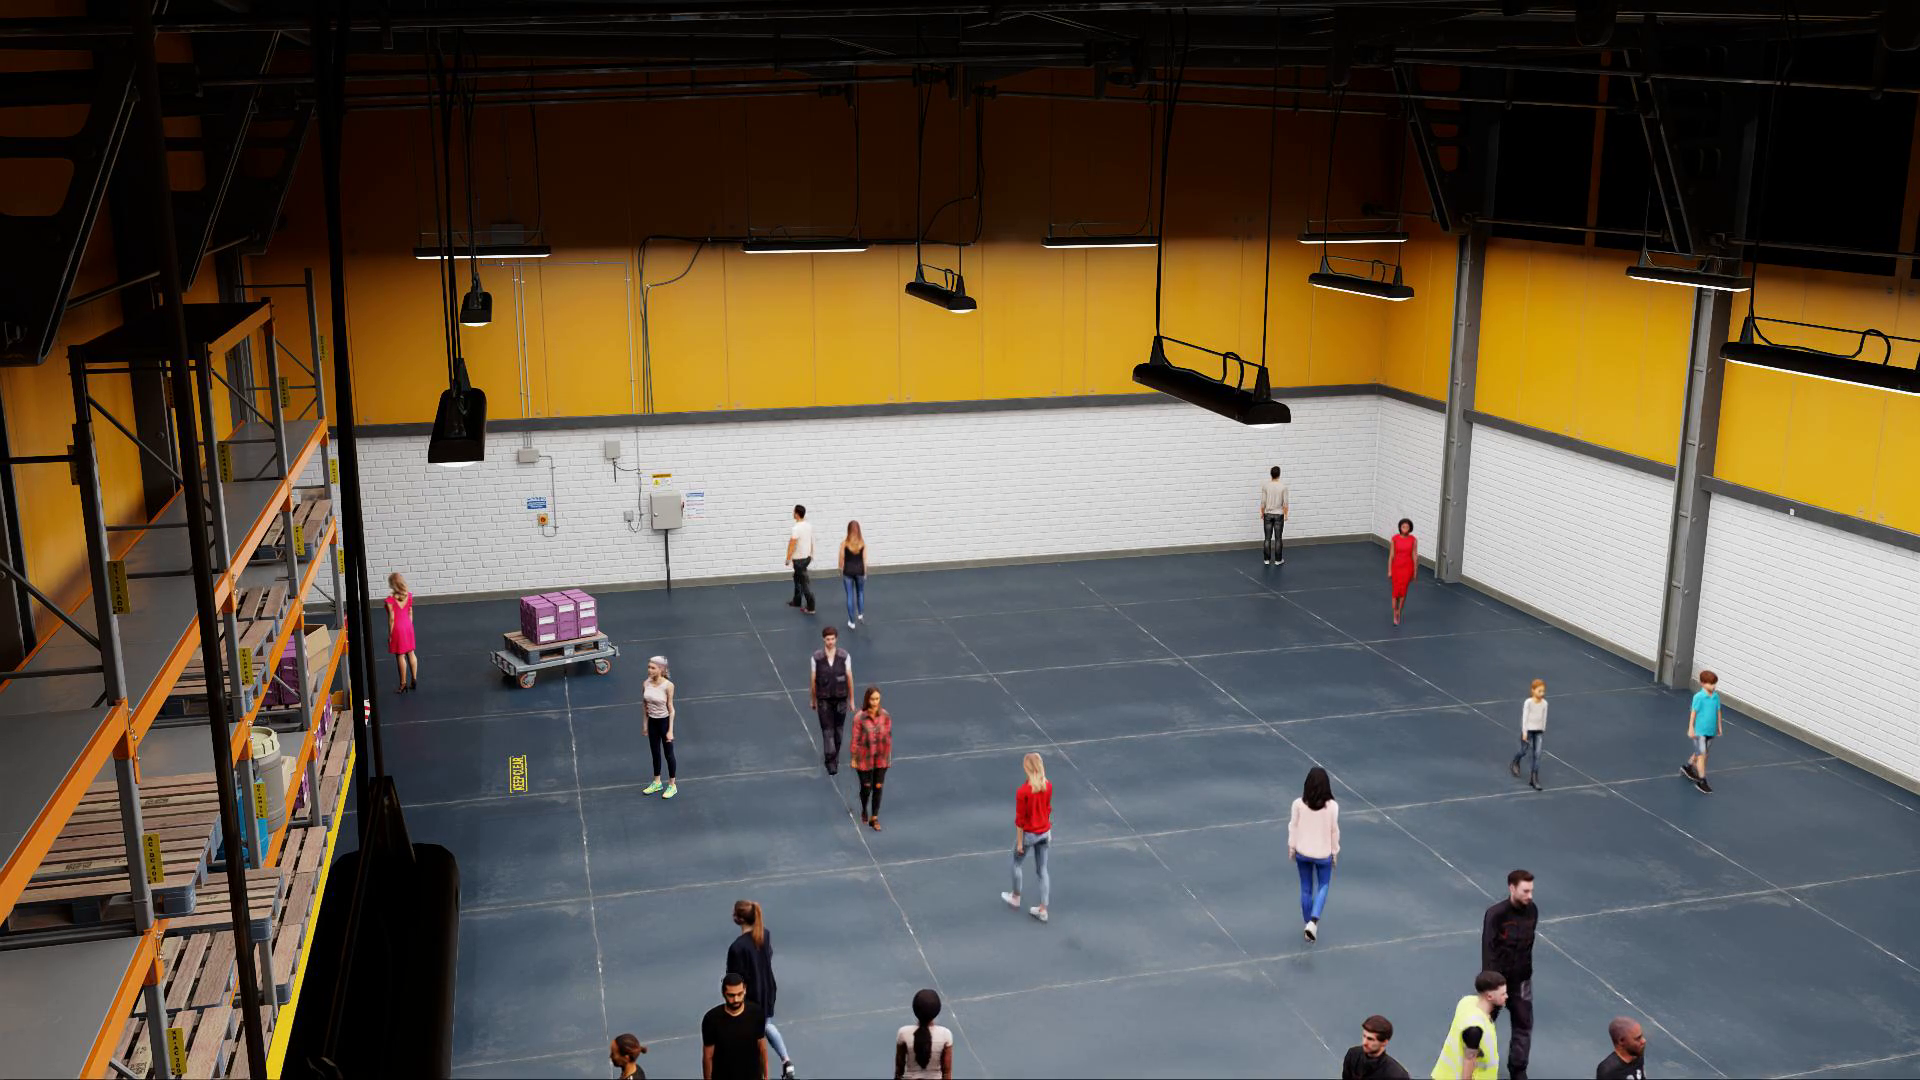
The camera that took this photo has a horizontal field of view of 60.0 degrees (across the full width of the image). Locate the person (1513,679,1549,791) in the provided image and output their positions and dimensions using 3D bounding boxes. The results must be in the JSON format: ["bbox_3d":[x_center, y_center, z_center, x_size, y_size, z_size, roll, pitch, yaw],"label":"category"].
[{"bbox_3d":[6.859,2.303,20.013,0.568,1.298,0.910,-1,14,-5],"label":"person"}]

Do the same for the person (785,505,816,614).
[{"bbox_3d":[-2.502,0.324,27.161,0.970,1.781,0.934,5,15,21],"label":"person"}]

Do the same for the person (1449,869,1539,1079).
[{"bbox_3d":[4.405,3.552,13.607,0.703,1.885,1.109,-4,14,-18],"label":"person"}]

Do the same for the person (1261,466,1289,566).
[{"bbox_3d":[5.720,-0.454,30.307,0.730,1.811,0.750,5,14,20],"label":"person"}]

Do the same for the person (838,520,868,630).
[{"bbox_3d":[-1.677,0.570,26.339,0.586,1.689,0.923,-4,14,-15],"label":"person"}]

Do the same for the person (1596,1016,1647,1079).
[{"bbox_3d":[4.507,4.114,11.458,0.752,1.804,0.762,-13,18,-42],"label":"person"}]

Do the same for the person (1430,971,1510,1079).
[{"bbox_3d":[3.609,3.971,12.082,1.053,1.789,1.239,2,14,7],"label":"person"}]

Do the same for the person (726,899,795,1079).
[{"bbox_3d":[-1.619,3.704,13.444,1.007,1.666,0.892,13,19,42],"label":"person"}]

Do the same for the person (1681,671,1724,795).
[{"bbox_3d":[8.896,2.241,19.978,0.563,1.435,0.863,-4,14,-18],"label":"person"}]

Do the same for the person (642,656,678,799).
[{"bbox_3d":[-3.534,2.184,19.644,0.673,1.702,0.726,7,15,27],"label":"person"}]

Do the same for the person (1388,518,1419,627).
[{"bbox_3d":[7.074,0.492,26.602,0.858,1.718,1.036,3,14,11],"label":"person"}]

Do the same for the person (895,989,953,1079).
[{"bbox_3d":[-0.270,4.054,11.899,0.677,1.714,1.043,-1,14,-5],"label":"person"}]

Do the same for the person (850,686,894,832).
[{"bbox_3d":[-1.011,2.432,18.646,0.658,1.690,0.657,-5,15,-21],"label":"person"}]

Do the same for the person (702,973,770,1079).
[{"bbox_3d":[-1.645,3.963,12.181,0.676,1.757,0.622,-6,15,-23],"label":"person"}]

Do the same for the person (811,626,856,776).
[{"bbox_3d":[-1.571,1.941,20.432,0.740,1.803,1.163,-3,14,-11],"label":"person"}]

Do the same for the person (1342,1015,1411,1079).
[{"bbox_3d":[2.850,4.103,11.430,0.836,1.839,0.654,-10,17,-36],"label":"person"}]

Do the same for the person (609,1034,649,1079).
[{"bbox_3d":[-2.240,4.175,11.495,0.650,1.668,0.466,-3,14,-10],"label":"person"}]

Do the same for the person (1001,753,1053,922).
[{"bbox_3d":[0.780,2.966,16.462,0.819,1.681,0.962,-9,16,-34],"label":"person"}]

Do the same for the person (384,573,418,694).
[{"bbox_3d":[-7.815,1.289,23.294,0.713,1.724,0.663,9,16,33],"label":"person"}]

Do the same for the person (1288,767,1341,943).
[{"bbox_3d":[3.377,3.057,15.923,0.853,1.757,0.922,5,14,19],"label":"person"}]
